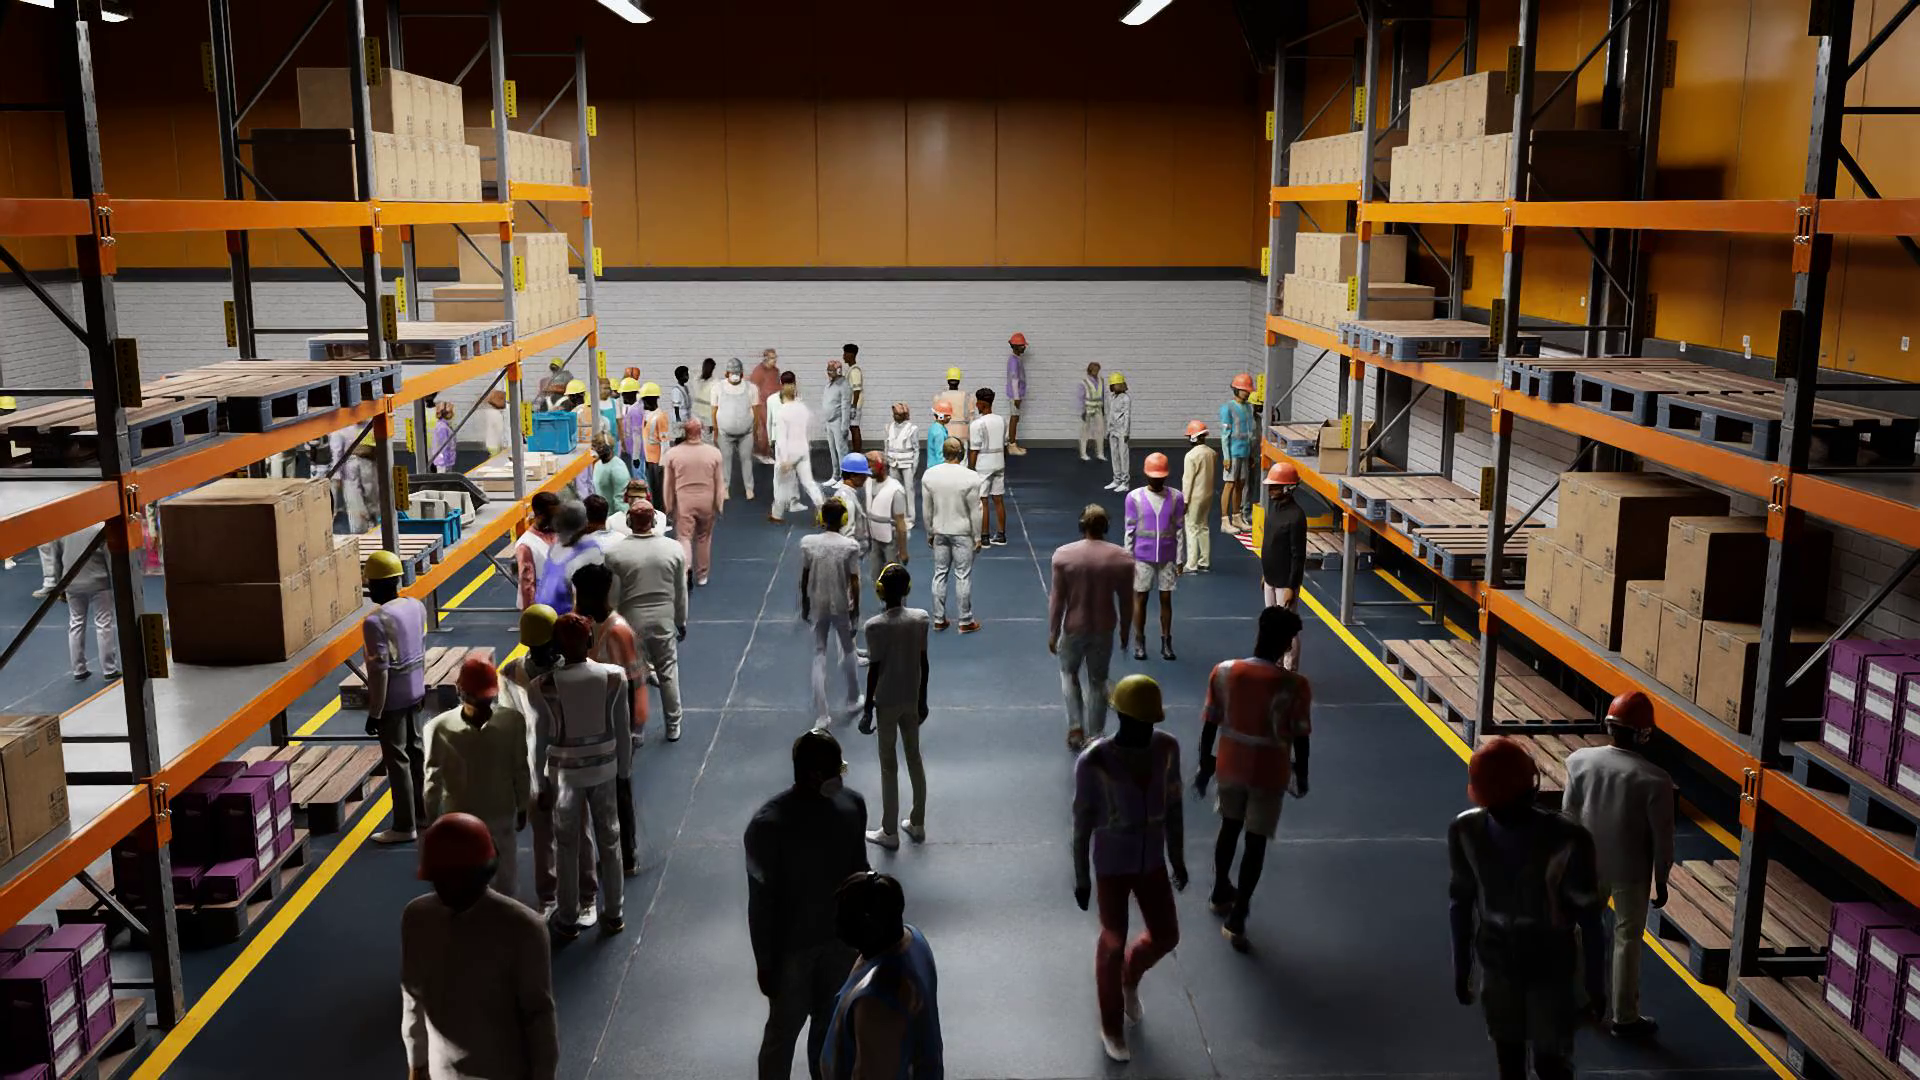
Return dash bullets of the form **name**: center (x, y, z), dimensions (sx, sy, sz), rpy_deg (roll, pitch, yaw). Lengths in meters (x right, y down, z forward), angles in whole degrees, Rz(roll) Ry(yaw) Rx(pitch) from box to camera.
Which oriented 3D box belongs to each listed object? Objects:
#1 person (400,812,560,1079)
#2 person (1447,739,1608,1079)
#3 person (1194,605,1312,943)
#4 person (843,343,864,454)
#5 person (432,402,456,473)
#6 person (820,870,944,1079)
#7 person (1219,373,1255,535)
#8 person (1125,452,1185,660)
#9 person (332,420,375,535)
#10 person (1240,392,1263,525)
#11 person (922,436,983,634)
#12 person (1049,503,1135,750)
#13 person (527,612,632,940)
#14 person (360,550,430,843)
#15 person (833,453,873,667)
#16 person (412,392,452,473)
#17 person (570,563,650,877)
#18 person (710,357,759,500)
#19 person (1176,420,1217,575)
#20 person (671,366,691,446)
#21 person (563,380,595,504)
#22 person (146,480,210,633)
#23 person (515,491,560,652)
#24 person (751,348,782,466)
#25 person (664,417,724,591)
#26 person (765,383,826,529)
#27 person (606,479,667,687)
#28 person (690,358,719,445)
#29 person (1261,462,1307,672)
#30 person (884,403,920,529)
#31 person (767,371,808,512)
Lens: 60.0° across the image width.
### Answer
- **person**: center (-1.766, 1.933, 6.088), dimensions (0.627, 1.985, 0.409), rpy_deg (4, 12, 18)
- **person**: center (2.346, 1.765, 6.916), dimensions (0.684, 1.994, 0.656), rpy_deg (9, 14, 37)
- **person**: center (1.642, 1.300, 9.430), dimensions (0.664, 1.918, 0.682), rpy_deg (8, 14, 35)
- **person**: center (-1.733, -2.182, 26.764), dimensions (0.367, 1.966, 0.607), rpy_deg (-2, 11, -11)
- **person**: center (-6.676, -0.981, 21.583), dimensions (0.317, 1.631, 0.520), rpy_deg (-4, 12, -17)
- **person**: center (-0.278, 2.046, 5.910), dimensions (0.431, 1.835, 0.623), rpy_deg (1, 11, 7)
- **person**: center (3.549, -1.101, 21.148), dimensions (0.372, 2.044, 0.608), rpy_deg (11, 15, 43)
- **person**: center (1.780, 0.151, 15.173), dimensions (0.549, 1.927, 0.393), rpy_deg (-1, 11, -3)
- **person**: center (-7.144, -0.769, 19.774), dimensions (0.652, 1.932, 0.460), rpy_deg (-8, 14, -35)
- **person**: center (3.813, -1.073, 21.768), dimensions (0.325, 1.740, 0.492), rpy_deg (11, 16, 44)
- **person**: center (-0.064, -0.049, 16.137), dimensions (0.630, 1.940, 0.371), rpy_deg (5, 12, 24)
- **person**: center (0.983, 0.667, 12.575), dimensions (0.656, 1.920, 0.586), rpy_deg (-1, 11, -4)
- **person**: center (-2.133, 1.329, 9.383), dimensions (0.575, 1.880, 0.358), rpy_deg (-5, 12, -24)
- **person**: center (-3.688, 1.015, 10.830), dimensions (0.376, 1.925, 0.594), rpy_deg (3, 12, 13)
- **person**: center (-0.991, 0.172, 15.036), dimensions (0.422, 1.933, 0.616), rpy_deg (-1, 11, -5)
- **person**: center (-7.385, -1.316, 23.180), dimensions (0.545, 1.653, 0.845), rpy_deg (0, 11, 2)
- **person**: center (-2.156, 1.109, 10.382), dimensions (0.433, 1.945, 0.658), rpy_deg (-5, 12, -23)
- **person**: center (-3.183, -1.580, 23.555), dimensions (0.680, 2.000, 0.535), rpy_deg (-2, 11, -9)
- **person**: center (2.671, -0.484, 18.826), dimensions (0.352, 1.738, 0.573), rpy_deg (9, 14, 39)
- **person**: center (-4.332, -1.871, 25.894), dimensions (0.318, 1.690, 0.531), rpy_deg (2, 11, 9)
- **person**: center (-4.901, -1.111, 21.513), dimensions (0.405, 1.919, 0.595), rpy_deg (3, 12, 14)
- **person**: center (-7.596, -0.123, 16.234), dimensions (0.607, 2.048, 0.364), rpy_deg (-6, 13, -29)
- **person**: center (-3.305, 0.551, 13.211), dimensions (0.405, 1.909, 0.597), rpy_deg (3, 12, 13)
- **person**: center (-3.077, -2.137, 26.726), dimensions (0.477, 1.884, 0.674), rpy_deg (6, 13, 27)
- **person**: center (-2.865, -0.382, 17.956), dimensions (0.651, 1.883, 0.756), rpy_deg (-2, 12, -11)
- **person**: center (-2.109, -1.081, 21.468), dimensions (1.054, 1.888, 0.651), rpy_deg (9, 15, 39)
- **person**: center (-2.757, 0.380, 14.227), dimensions (0.571, 1.839, 0.373), rpy_deg (-9, 15, -39)
- **person**: center (-3.894, -1.853, 25.359), dimensions (0.689, 1.859, 0.553), rpy_deg (6, 13, 26)
- **person**: center (2.716, 0.329, 14.101), dimensions (0.380, 1.995, 0.611), rpy_deg (-3, 12, -14)
- **person**: center (-0.747, -0.948, 21.407), dimensions (0.515, 1.636, 0.315), rpy_deg (7, 13, 32)
- **person**: center (-2.364, -1.342, 22.673), dimensions (0.594, 1.915, 0.373), rpy_deg (6, 13, 28)
